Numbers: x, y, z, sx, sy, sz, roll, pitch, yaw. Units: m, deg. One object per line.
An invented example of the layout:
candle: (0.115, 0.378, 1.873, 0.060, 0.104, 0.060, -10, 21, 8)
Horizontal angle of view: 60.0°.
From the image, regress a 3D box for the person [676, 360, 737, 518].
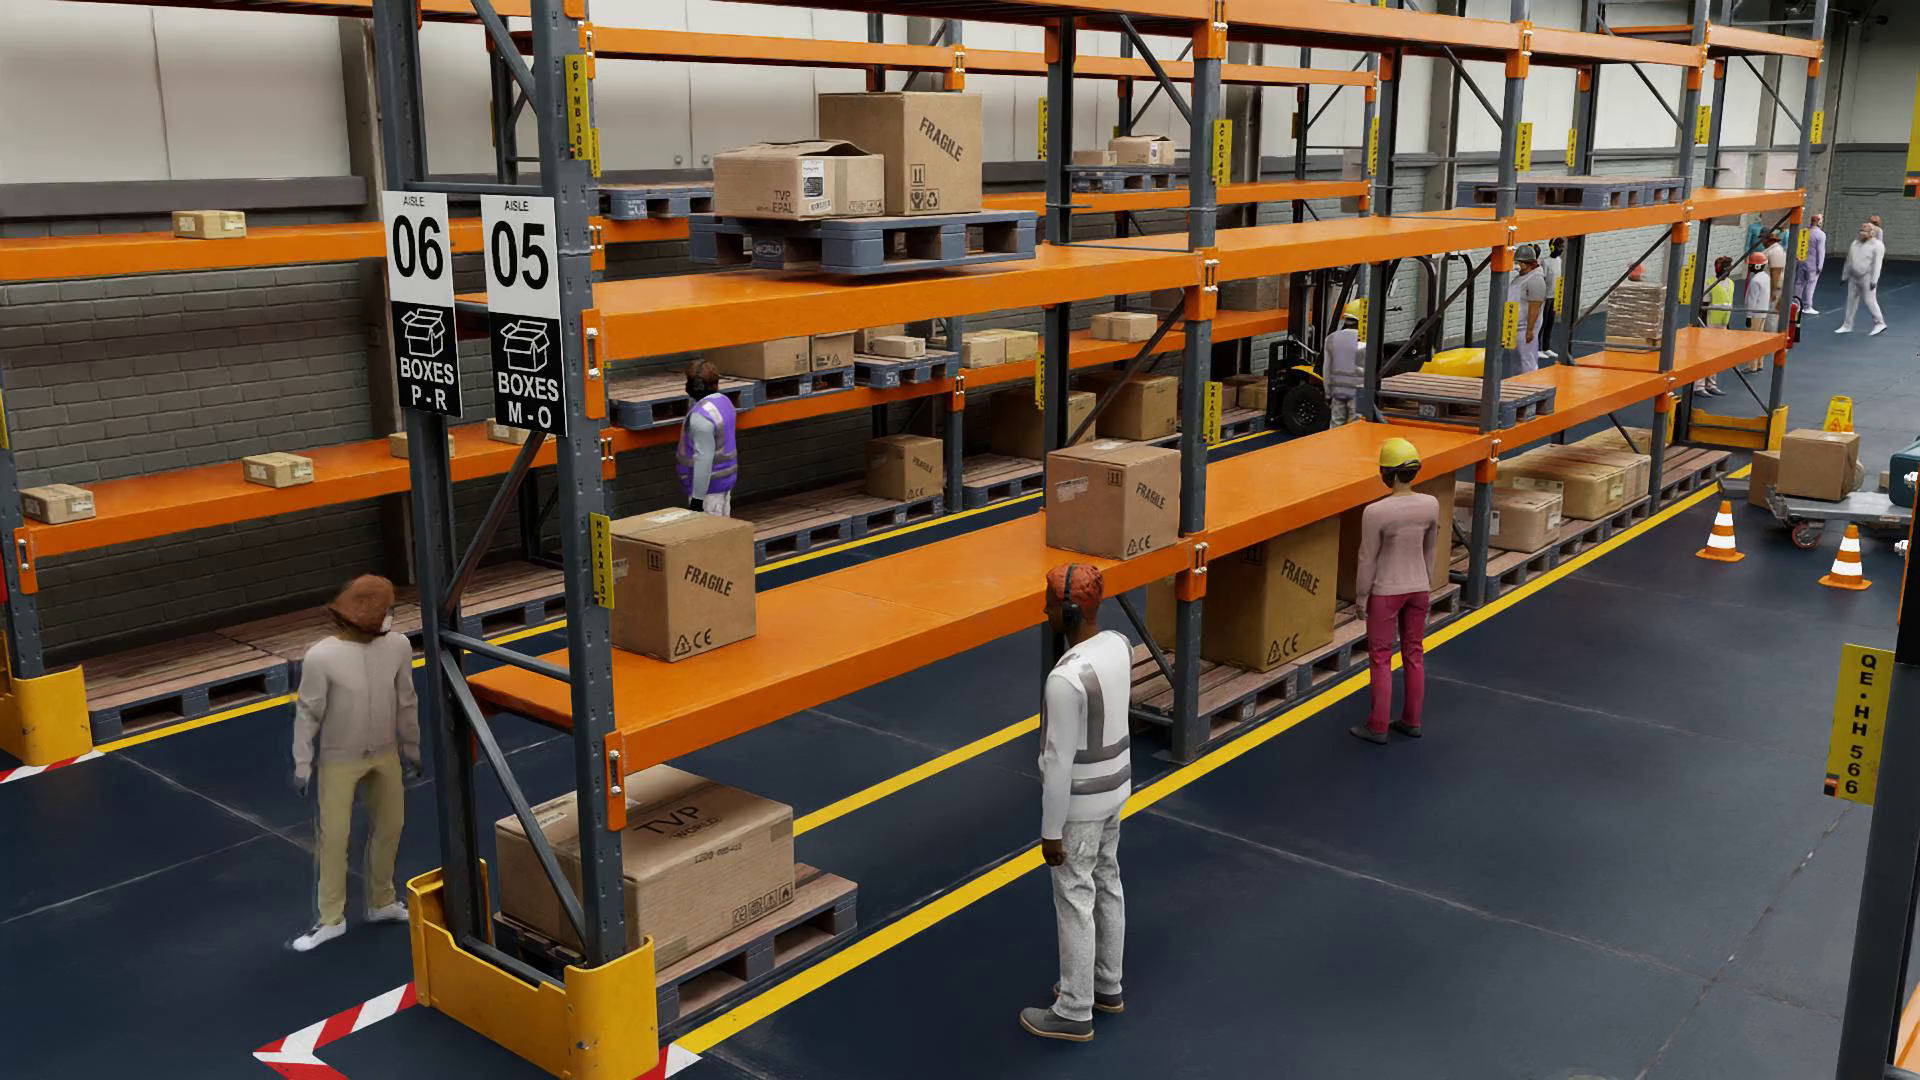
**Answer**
person: (-1.833, -0.384, 12.045, 0.429, 1.841, 0.633, 2, 14, 9)

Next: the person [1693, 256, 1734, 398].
person: (9.948, -2.815, 21.934, 0.564, 1.846, 0.390, -9, 16, -31)

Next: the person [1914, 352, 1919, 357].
person: (14.988, -3.682, 25.416, 0.676, 1.862, 0.614, 0, 14, 2)

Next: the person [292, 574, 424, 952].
person: (-2.602, 0.950, 7.096, 0.280, 1.615, 0.644, 12, 19, 41)

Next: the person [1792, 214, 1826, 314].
person: (16.353, -5.302, 31.959, 0.399, 1.900, 0.644, -4, 14, -17)

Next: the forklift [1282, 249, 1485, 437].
forklift: (4.886, -2.214, 18.767, 2.313, 2.155, 1.214, 11, 18, 38)

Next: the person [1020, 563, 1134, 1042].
person: (0.462, 0.996, 6.353, 0.358, 1.880, 0.575, 8, 16, 28)

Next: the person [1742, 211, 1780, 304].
person: (16.180, -5.758, 33.603, 0.611, 1.996, 0.378, 6, 15, 23)

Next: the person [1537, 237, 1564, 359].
person: (9.096, -3.731, 25.642, 0.513, 1.860, 0.317, -11, 18, -39)

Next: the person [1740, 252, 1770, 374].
person: (11.462, -3.277, 24.025, 0.355, 1.744, 0.564, 12, 18, 40)

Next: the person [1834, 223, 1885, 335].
person: (15.576, -4.512, 28.726, 0.570, 1.913, 0.753, -6, 15, -22)

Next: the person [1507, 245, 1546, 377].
person: (7.193, -2.777, 21.377, 0.535, 2.000, 0.685, -1, 14, -3)

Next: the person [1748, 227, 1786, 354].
person: (12.756, -3.987, 26.303, 0.537, 2.000, 0.757, 5, 15, 18)

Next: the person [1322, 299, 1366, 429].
person: (3.863, -1.453, 16.410, 0.591, 1.834, 0.404, 13, 19, 43)

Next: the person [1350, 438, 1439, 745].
person: (2.469, 0.290, 9.478, 0.518, 1.757, 0.335, -5, 15, -21)
